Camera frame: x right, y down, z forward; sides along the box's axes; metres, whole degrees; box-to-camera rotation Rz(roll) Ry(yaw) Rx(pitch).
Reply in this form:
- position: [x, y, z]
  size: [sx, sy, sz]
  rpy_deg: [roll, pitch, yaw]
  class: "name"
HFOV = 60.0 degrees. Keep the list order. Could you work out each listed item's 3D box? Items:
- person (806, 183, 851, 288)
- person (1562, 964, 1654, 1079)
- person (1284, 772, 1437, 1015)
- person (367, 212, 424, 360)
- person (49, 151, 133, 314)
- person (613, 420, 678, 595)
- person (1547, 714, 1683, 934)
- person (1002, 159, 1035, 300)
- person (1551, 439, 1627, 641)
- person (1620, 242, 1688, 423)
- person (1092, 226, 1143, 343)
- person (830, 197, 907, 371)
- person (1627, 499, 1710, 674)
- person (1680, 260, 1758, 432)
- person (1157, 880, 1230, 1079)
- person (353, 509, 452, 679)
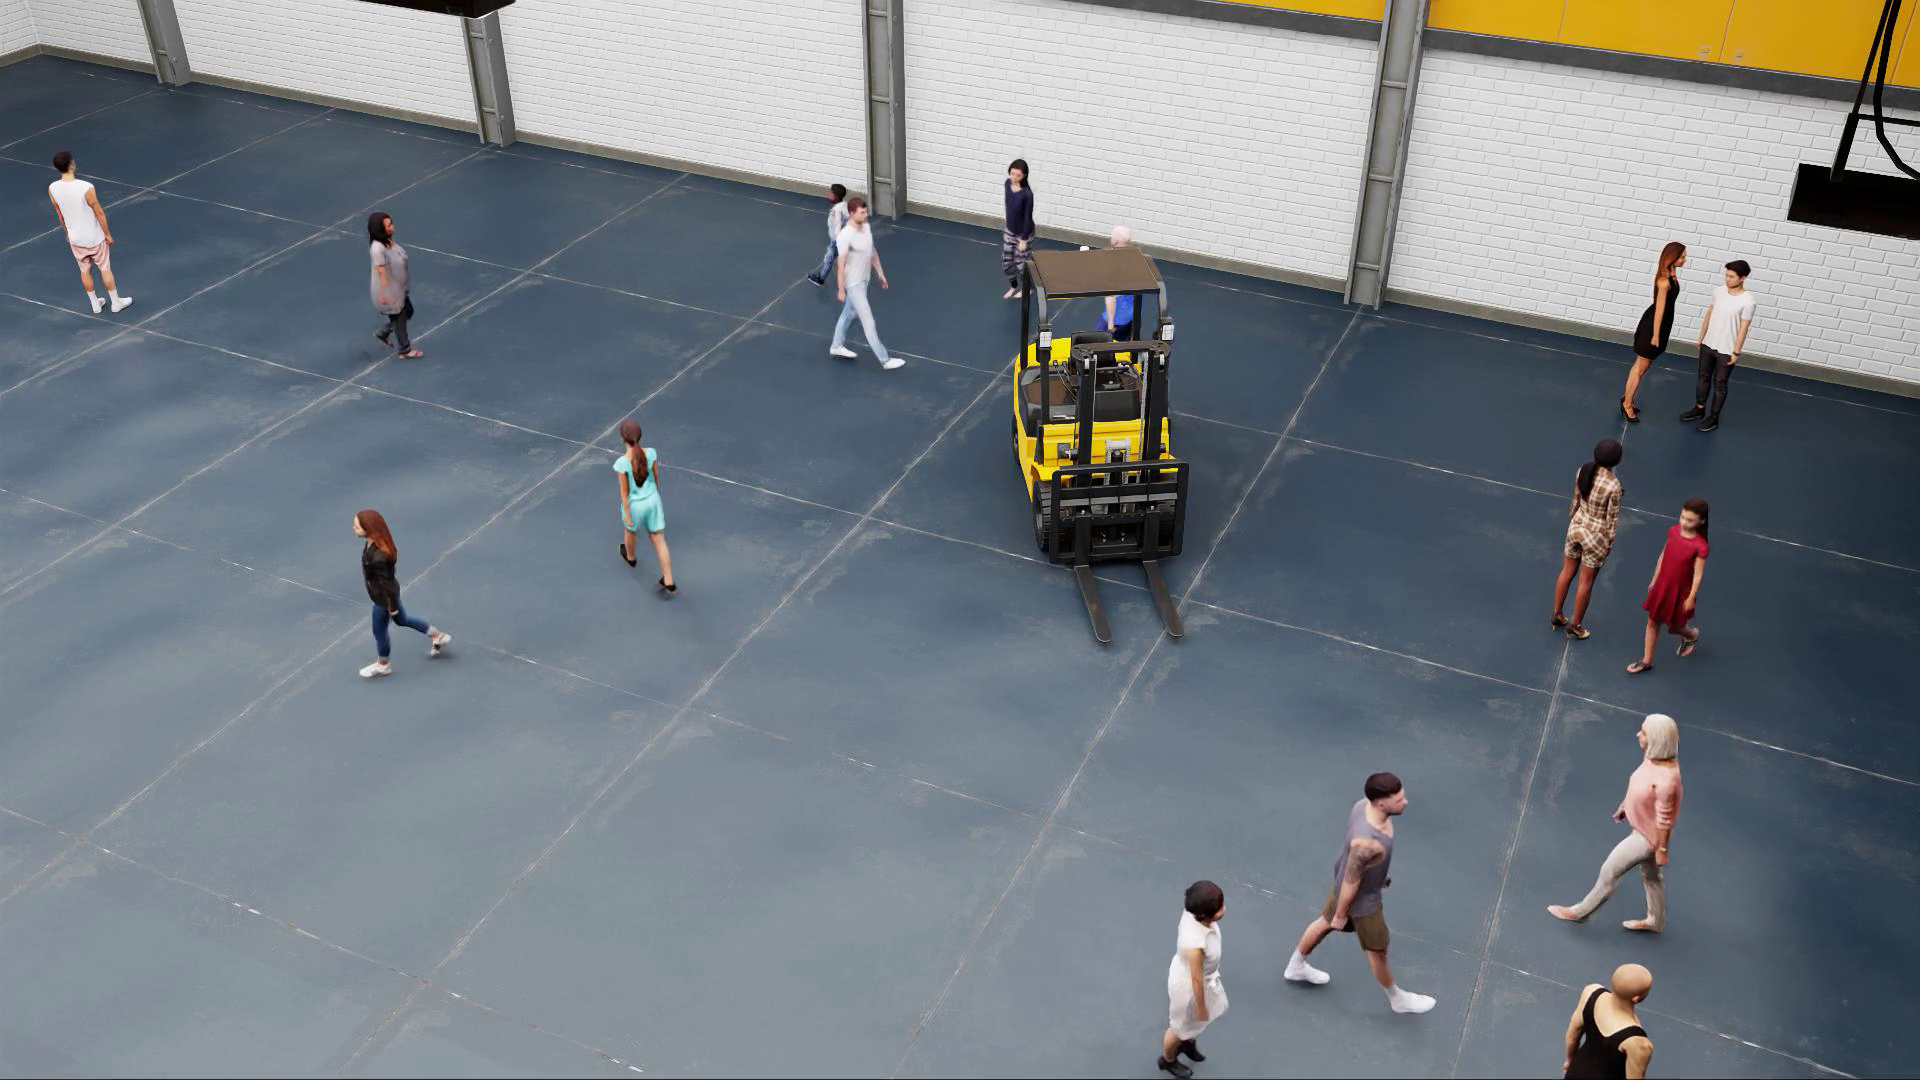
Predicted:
- position: [-1.278, -3.360, 18.561]
  size: [0.855, 1.232, 0.571]
  rpy_deg: [10, 35, 14]
  class: "person"
- position: [3.316, 2.860, 8.676]
  size: [0.761, 1.815, 0.686]
  rpy_deg: [-13, 36, -19]
  class: "person"
- position: [2.271, 2.063, 9.877]
  size: [1.197, 1.797, 0.810]
  rpy_deg: [7, 34, 11]
  class: "person"
- position: [-5.916, -2.596, 17.084]
  size: [0.891, 1.594, 0.816]
  rpy_deg: [-5, 34, -7]
  class: "person"
- position: [-9.468, -3.312, 17.990]
  size: [0.649, 1.785, 0.784]
  rpy_deg: [0, 34, 0]
  class: "person"
- position: [-2.560, -0.249, 13.617]
  size: [0.917, 1.523, 1.108]
  rpy_deg: [-19, 38, -26]
  class: "person"
- position: [4.369, 1.825, 10.347]
  size: [1.012, 1.689, 0.729]
  rpy_deg: [6, 34, 10]
  class: "person"
- position: [0.670, -3.415, 18.233]
  size: [0.804, 1.687, 0.723]
  rpy_deg: [-21, 39, -28]
  class: "person"
- position: [4.911, -0.006, 13.006]
  size: [0.739, 1.795, 0.660]
  rpy_deg: [-16, 37, -23]
  class: "person"
- position: [6.662, -2.000, 15.971]
  size: [0.513, 1.834, 0.572]
  rpy_deg: [14, 36, 21]
  class: "person"
- position: [1.635, -2.179, 16.251]
  size: [0.798, 1.822, 0.846]
  rpy_deg: [-28, 43, -35]
  class: "person"
- position: [-1.125, -2.616, 16.926]
  size: [1.145, 1.802, 0.657]
  rpy_deg: [14, 36, 20]
  class: "person"
- position: [5.519, 0.338, 12.722]
  size: [0.873, 1.538, 0.869]
  rpy_deg: [-17, 37, -24]
  class: "person"
- position: [7.299, -1.883, 15.902]
  size: [0.774, 1.715, 0.690]
  rpy_deg: [-15, 37, -22]
  class: "person"
- position: [1.248, 2.510, 9.450]
  size: [0.664, 1.542, 0.638]
  rpy_deg: [6, 34, 9]
  class: "person"
- position: [-4.315, 0.389, 12.713]
  size: [1.010, 1.461, 0.941]
  rpy_deg: [-10, 35, -15]
  class: "person"
